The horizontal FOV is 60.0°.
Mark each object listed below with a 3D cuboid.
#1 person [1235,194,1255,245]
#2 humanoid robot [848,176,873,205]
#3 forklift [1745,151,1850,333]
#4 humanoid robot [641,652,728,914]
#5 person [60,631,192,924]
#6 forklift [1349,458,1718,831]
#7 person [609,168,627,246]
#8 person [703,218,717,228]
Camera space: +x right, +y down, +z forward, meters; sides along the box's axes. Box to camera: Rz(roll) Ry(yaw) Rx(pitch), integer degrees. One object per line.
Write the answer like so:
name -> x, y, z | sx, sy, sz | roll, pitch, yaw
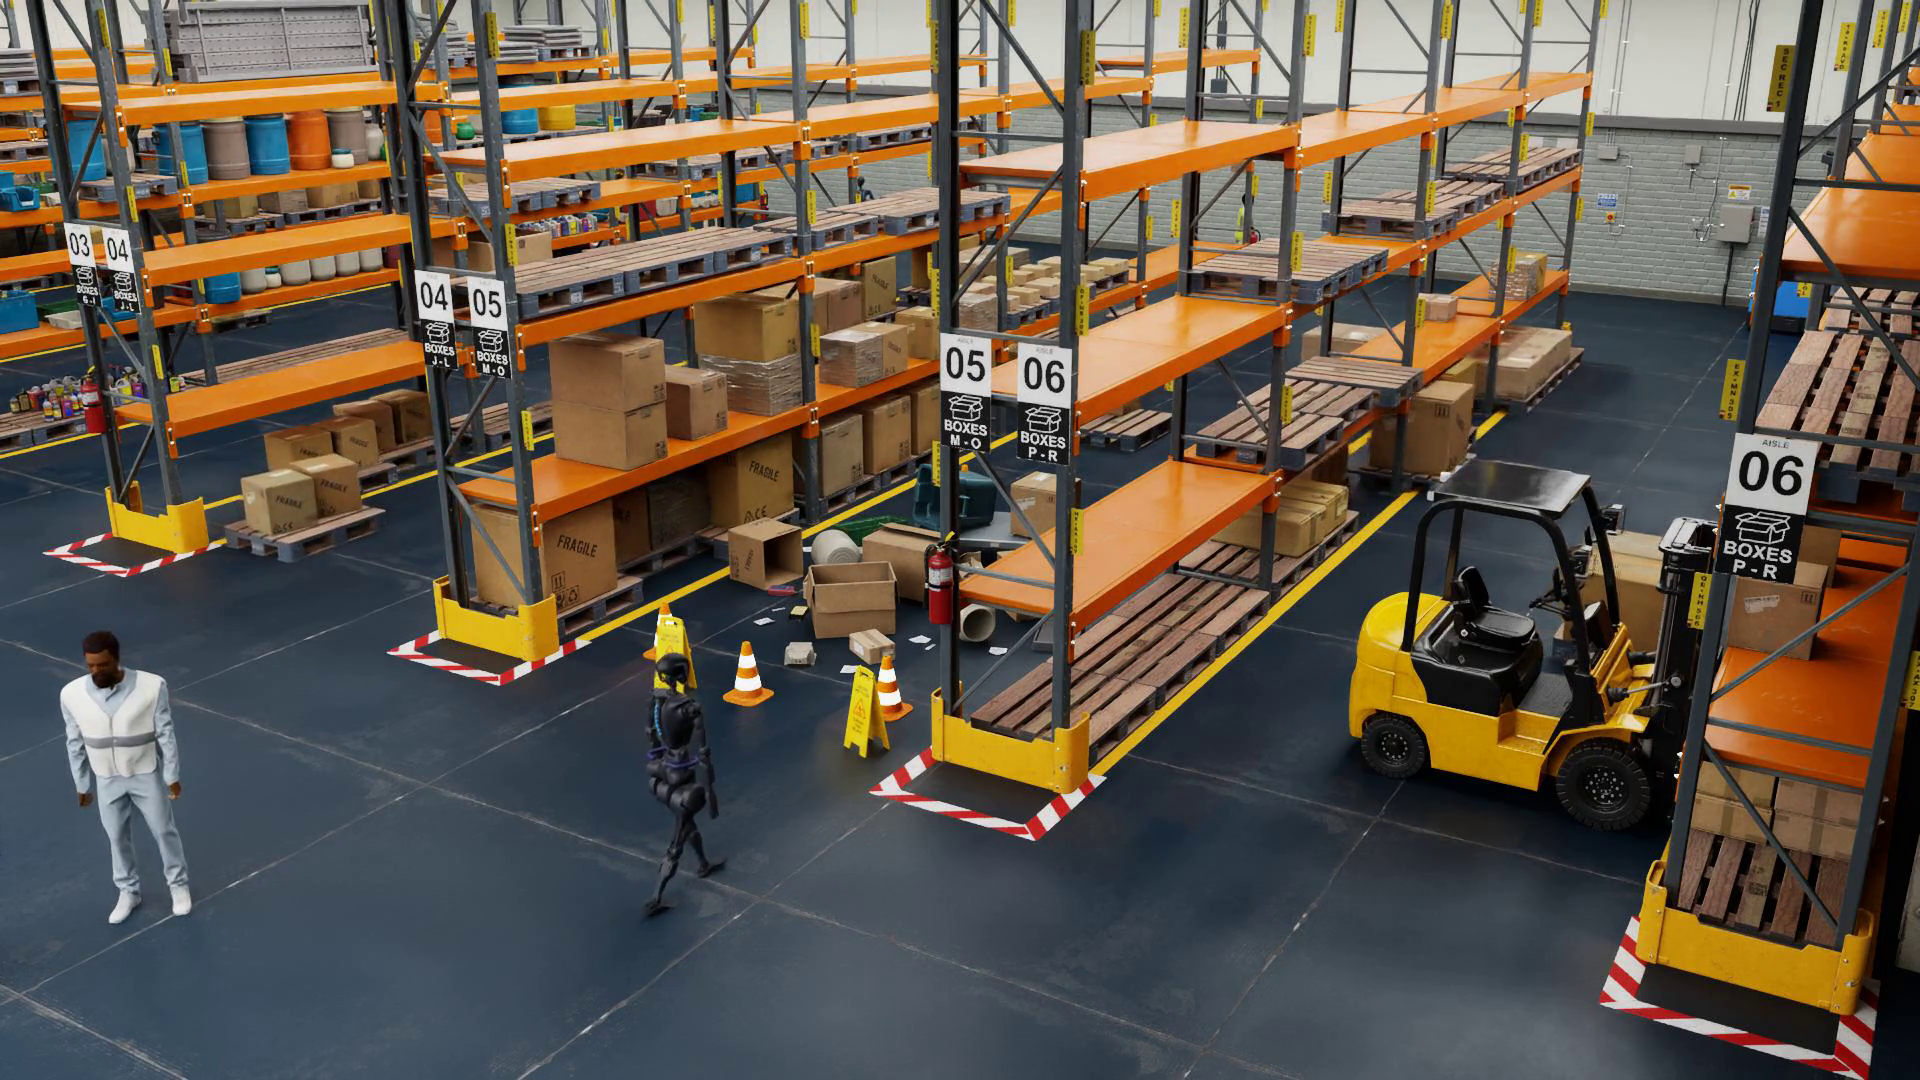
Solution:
person -> 5.183, -5.490, 30.314 | 0.327, 1.685, 0.537 | -2, 19, -5
humanoid robot -> -1.957, -6.349, 32.838 | 0.603, 1.643, 0.555 | -10, 21, -26
forklift -> 13.620, -4.667, 26.137 | 1.873, 2.768, 1.129 | 11, 22, 29
humanoid robot -> -1.740, 1.463, 10.298 | 0.591, 1.624, 0.782 | 16, 25, 38
person -> -5.015, 1.413, 10.040 | 0.605, 1.905, 0.404 | -5, 20, -13
forklift -> 3.988, 0.658, 11.776 | 2.313, 2.155, 1.214 | 11, 22, 29
person -> -6.718, -6.453, 32.942 | 0.533, 1.779, 0.538 | 9, 21, 23
person -> -5.240, -7.062, 34.864 | 0.491, 1.688, 0.348 | -5, 20, -14
